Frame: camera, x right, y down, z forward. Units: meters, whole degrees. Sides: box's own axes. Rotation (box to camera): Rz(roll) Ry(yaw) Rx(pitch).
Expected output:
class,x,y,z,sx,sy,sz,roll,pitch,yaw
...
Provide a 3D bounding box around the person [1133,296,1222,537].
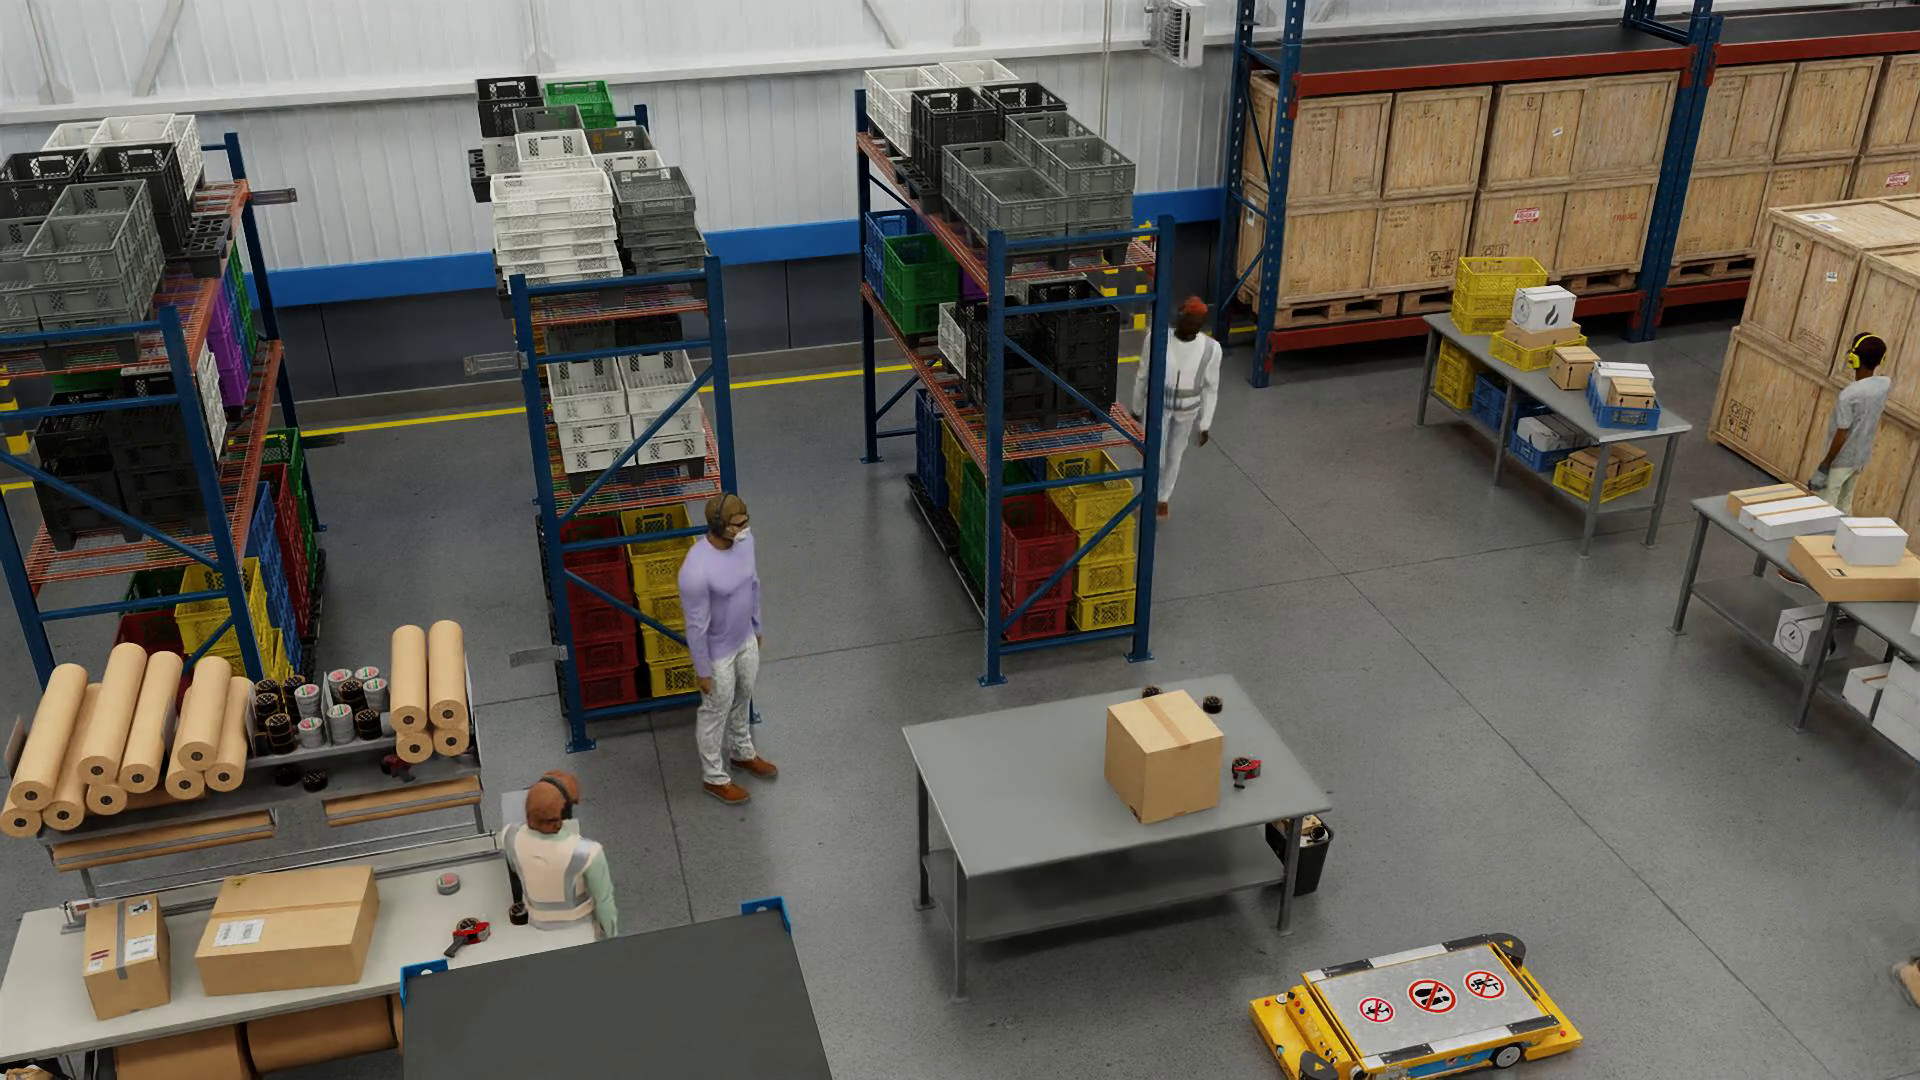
class,x,y,z,sx,sy,sz,roll,pitch,yaw
person,1.570,-0.908,12.163,0.606,1.841,0.745,3,29,5

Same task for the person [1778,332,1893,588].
class,x,y,z,sx,sy,sz,roll,pitch,yaw
person,6.069,-0.535,11.470,0.519,1.861,0.331,-16,33,-27

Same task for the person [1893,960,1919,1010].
class,x,y,z,sx,sy,sz,roll,pitch,yaw
person,4.903,1.576,7.815,0.381,1.678,0.538,20,35,32

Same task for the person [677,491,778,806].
class,x,y,z,sx,sy,sz,roll,pitch,yaw
person,-1.310,0.592,9.347,0.380,1.932,0.632,13,32,23

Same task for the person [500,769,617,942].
class,x,y,z,sx,sy,sz,roll,pitch,yaw
person,-1.791,1.759,7.531,0.526,1.632,0.318,8,30,14

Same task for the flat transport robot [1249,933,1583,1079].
class,x,y,z,sx,sy,sz,roll,pitch,yaw
flat transport robot,2.184,2.282,7.980,1.431,0.197,0.652,-8,30,-14
